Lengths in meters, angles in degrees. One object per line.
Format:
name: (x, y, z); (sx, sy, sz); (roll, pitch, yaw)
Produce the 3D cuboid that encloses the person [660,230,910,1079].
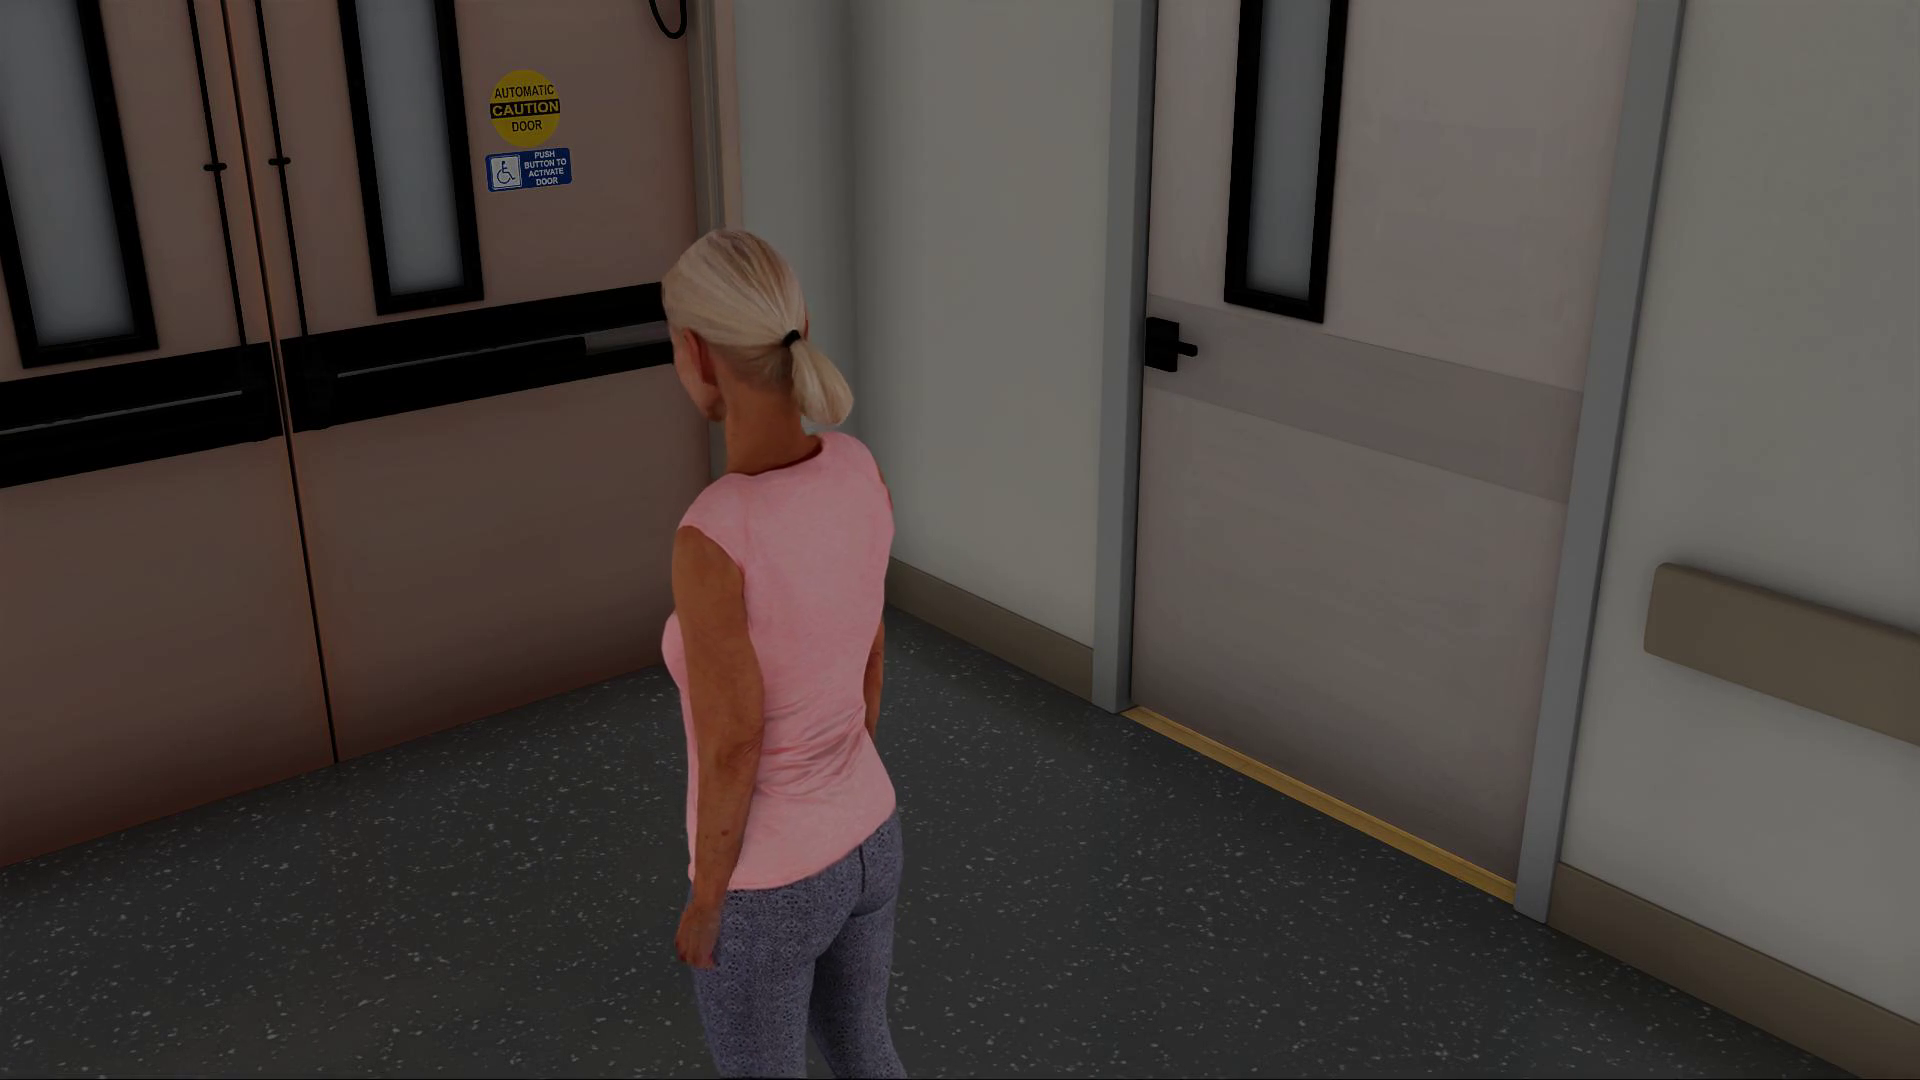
person: (-0.222, 0.435, 2.293); (0.599, 1.720, 0.616); (14, 25, 33)
